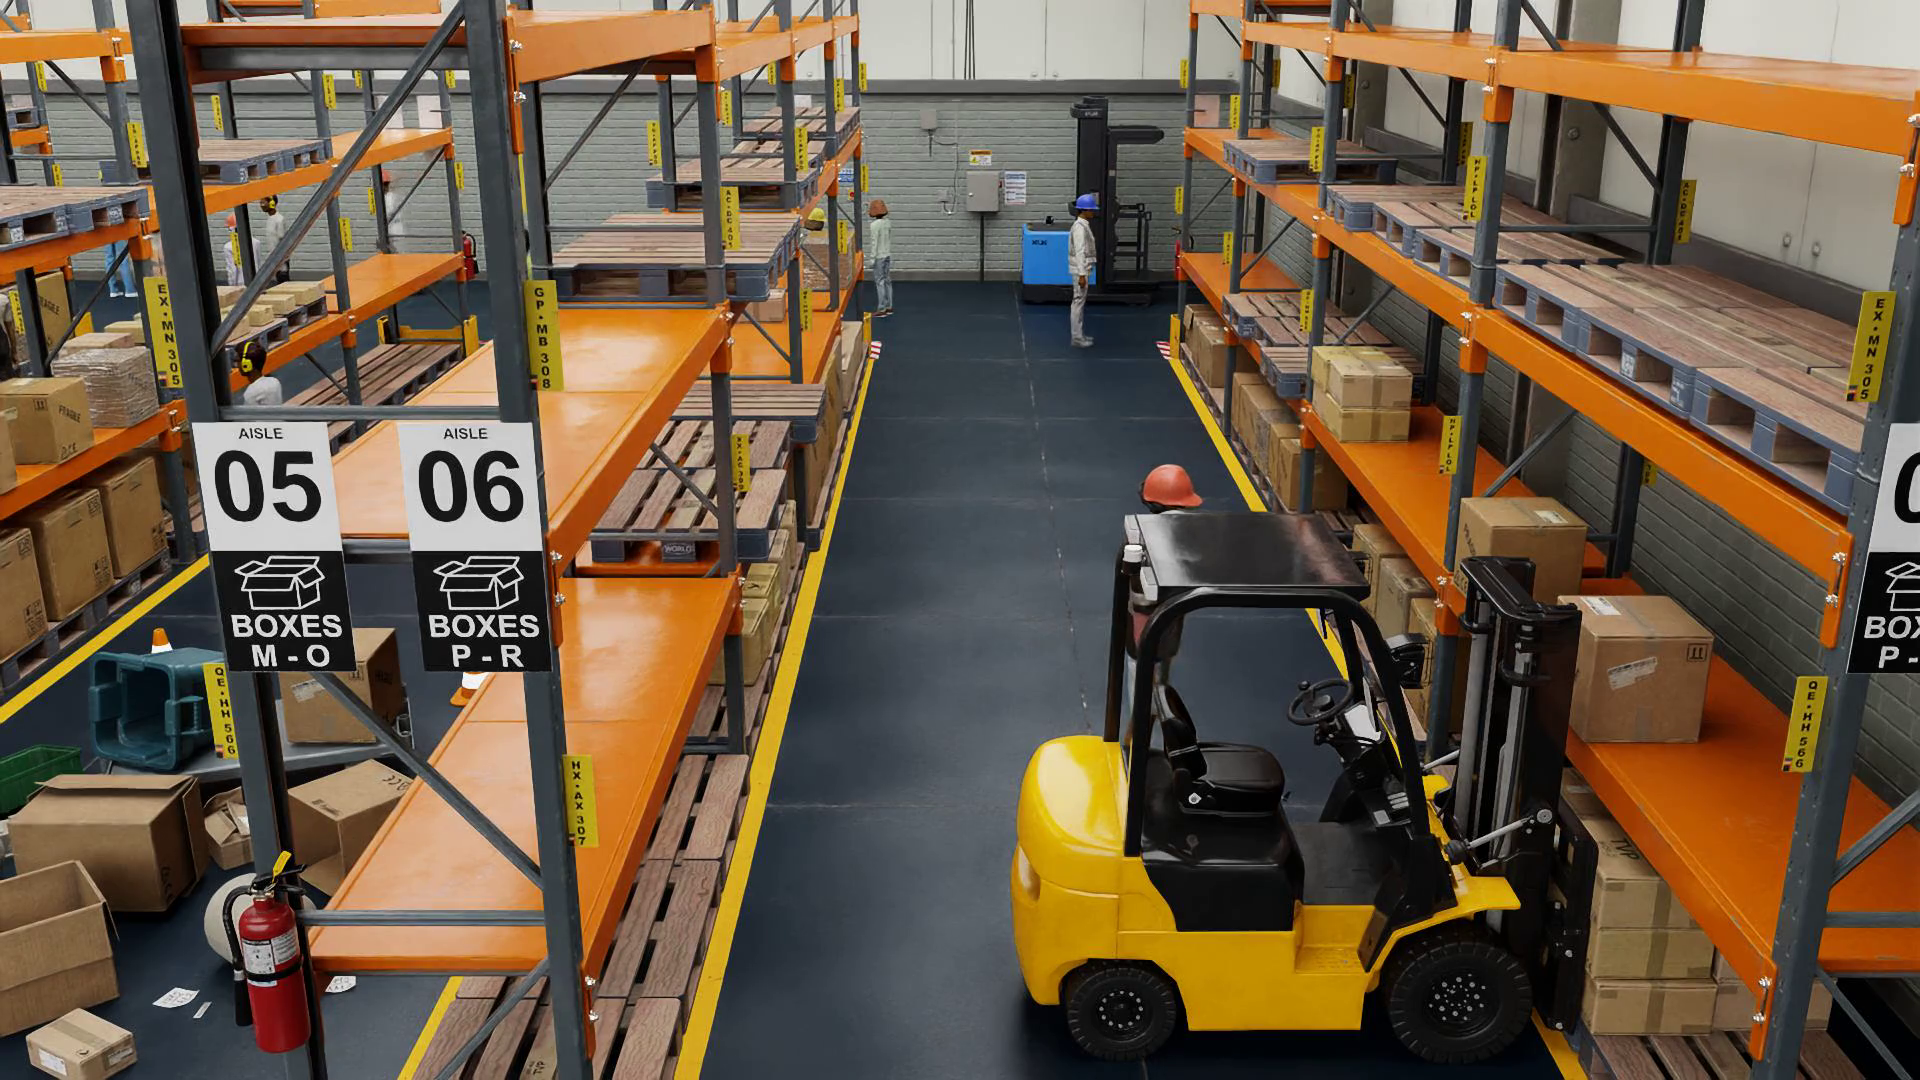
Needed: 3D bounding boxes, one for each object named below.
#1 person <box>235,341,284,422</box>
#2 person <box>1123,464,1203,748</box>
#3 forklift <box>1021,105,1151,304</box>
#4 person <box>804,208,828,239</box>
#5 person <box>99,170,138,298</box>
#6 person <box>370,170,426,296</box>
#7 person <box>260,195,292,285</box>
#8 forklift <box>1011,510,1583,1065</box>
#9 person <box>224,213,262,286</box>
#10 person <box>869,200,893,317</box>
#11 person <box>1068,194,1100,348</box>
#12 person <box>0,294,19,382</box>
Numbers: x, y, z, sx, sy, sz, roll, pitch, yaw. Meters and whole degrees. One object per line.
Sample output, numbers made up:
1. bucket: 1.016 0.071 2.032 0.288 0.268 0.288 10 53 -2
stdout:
1. person: -5.408 -0.631 12.985 0.319 1.870 0.521 0 18 1
2. person: 1.089 0.570 9.079 0.397 2.043 0.609 6 19 17
3. forklift: 1.857 -4.944 24.441 1.873 2.768 1.129 0 18 0
4. person: -1.879 -3.481 21.820 0.324 1.732 0.494 -1 18 -3
5. person: -12.618 -4.581 24.835 0.592 1.925 0.385 3 19 9
6. person: -8.557 -4.563 24.852 0.996 1.884 0.547 -8 20 -22
7. person: -9.234 -3.796 22.580 0.328 1.860 0.513 -13 23 -35
8. forklift: 1.387 1.055 7.378 2.313 2.155 1.214 0 18 0
9. person: -9.087 -3.263 21.123 0.334 1.753 0.562 7 20 21
10. person: -1.128 -3.972 23.454 0.267 1.632 0.507 9 20 24
11. person: 1.584 -3.475 21.458 0.392 1.946 0.616 2 18 6
12. person: -9.714 -1.840 16.678 0.332 1.844 0.508 13 22 34
